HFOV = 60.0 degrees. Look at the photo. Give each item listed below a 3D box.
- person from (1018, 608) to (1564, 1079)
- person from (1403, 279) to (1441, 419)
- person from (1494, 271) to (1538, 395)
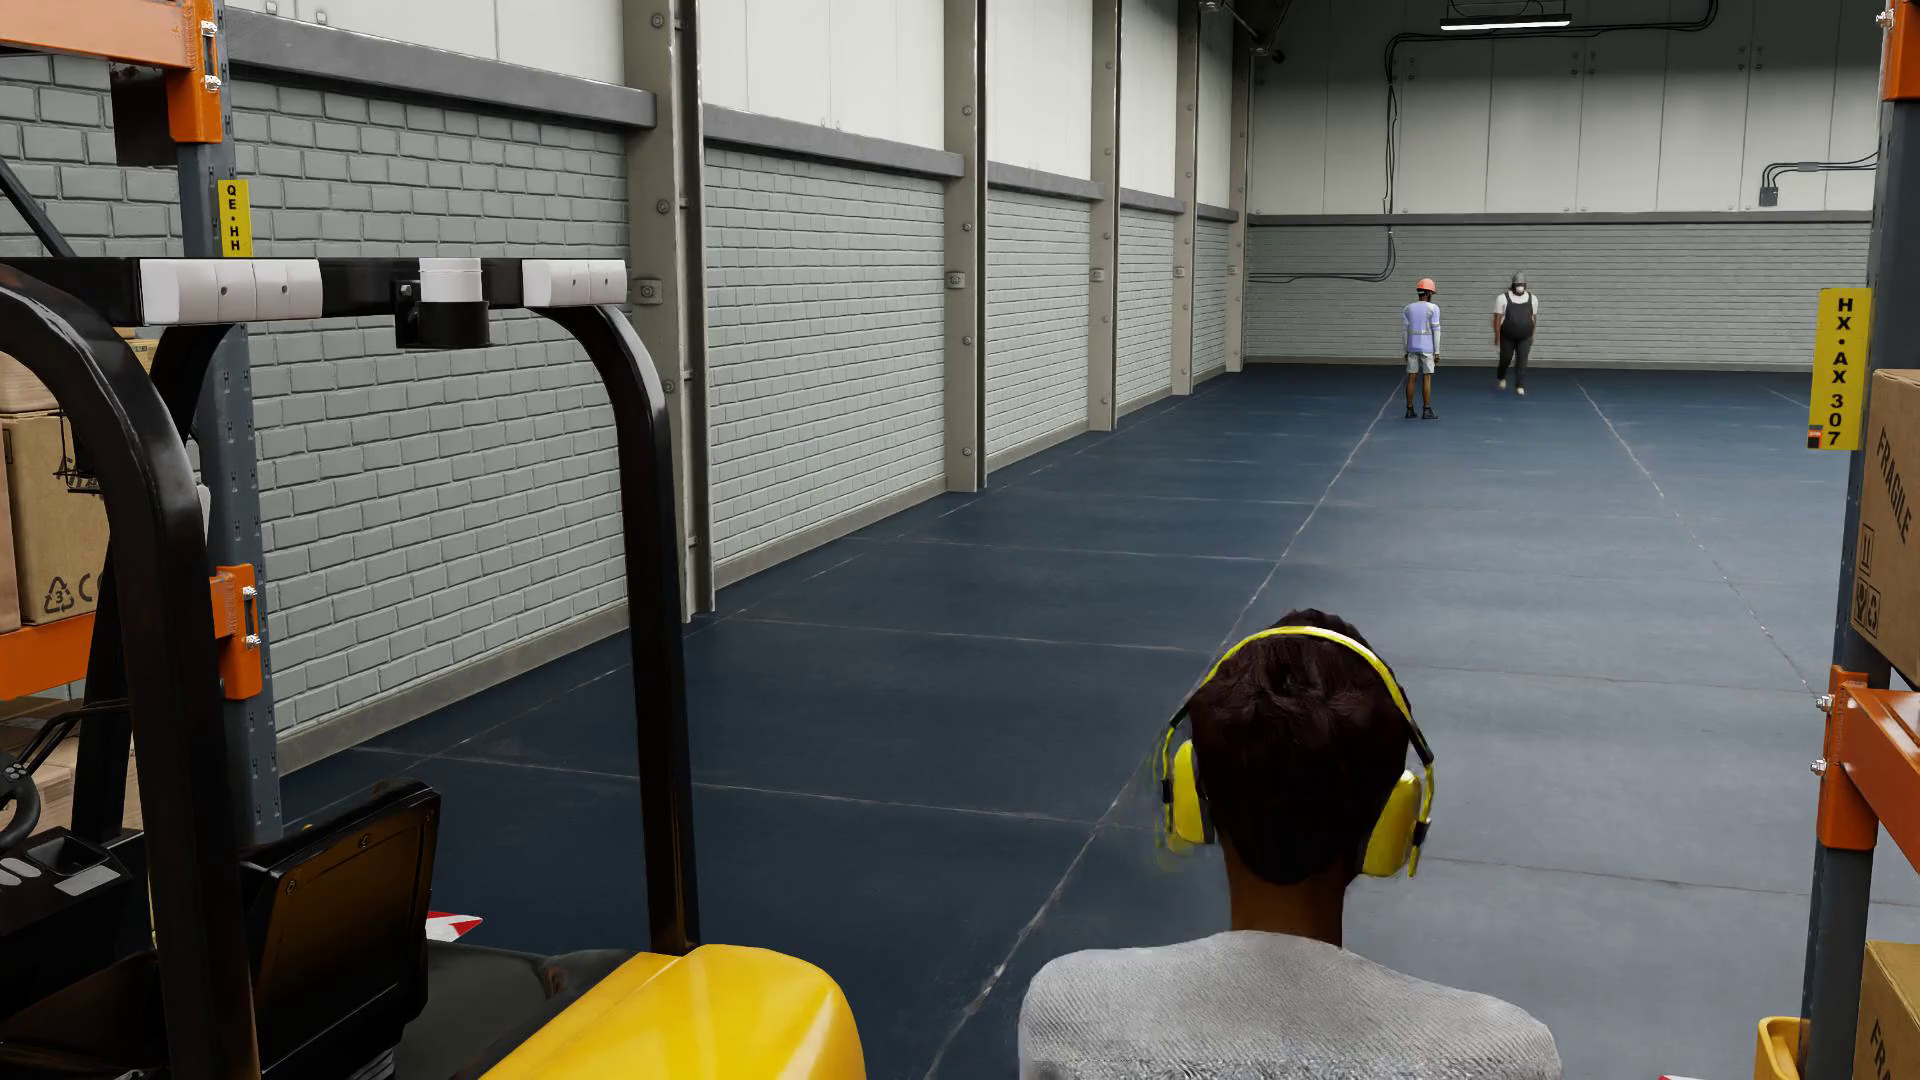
[{"bbox_3d":[0.313,0.991,1.612,0.520,1.856,0.425,4,10,21],"label":"person"},{"bbox_3d":[6.369,-2.625,22.911,0.543,1.927,0.375,9,13,42],"label":"person"},{"bbox_3d":[9.116,-3.426,27.341,0.690,2.000,0.792,1,10,6],"label":"person"}]
